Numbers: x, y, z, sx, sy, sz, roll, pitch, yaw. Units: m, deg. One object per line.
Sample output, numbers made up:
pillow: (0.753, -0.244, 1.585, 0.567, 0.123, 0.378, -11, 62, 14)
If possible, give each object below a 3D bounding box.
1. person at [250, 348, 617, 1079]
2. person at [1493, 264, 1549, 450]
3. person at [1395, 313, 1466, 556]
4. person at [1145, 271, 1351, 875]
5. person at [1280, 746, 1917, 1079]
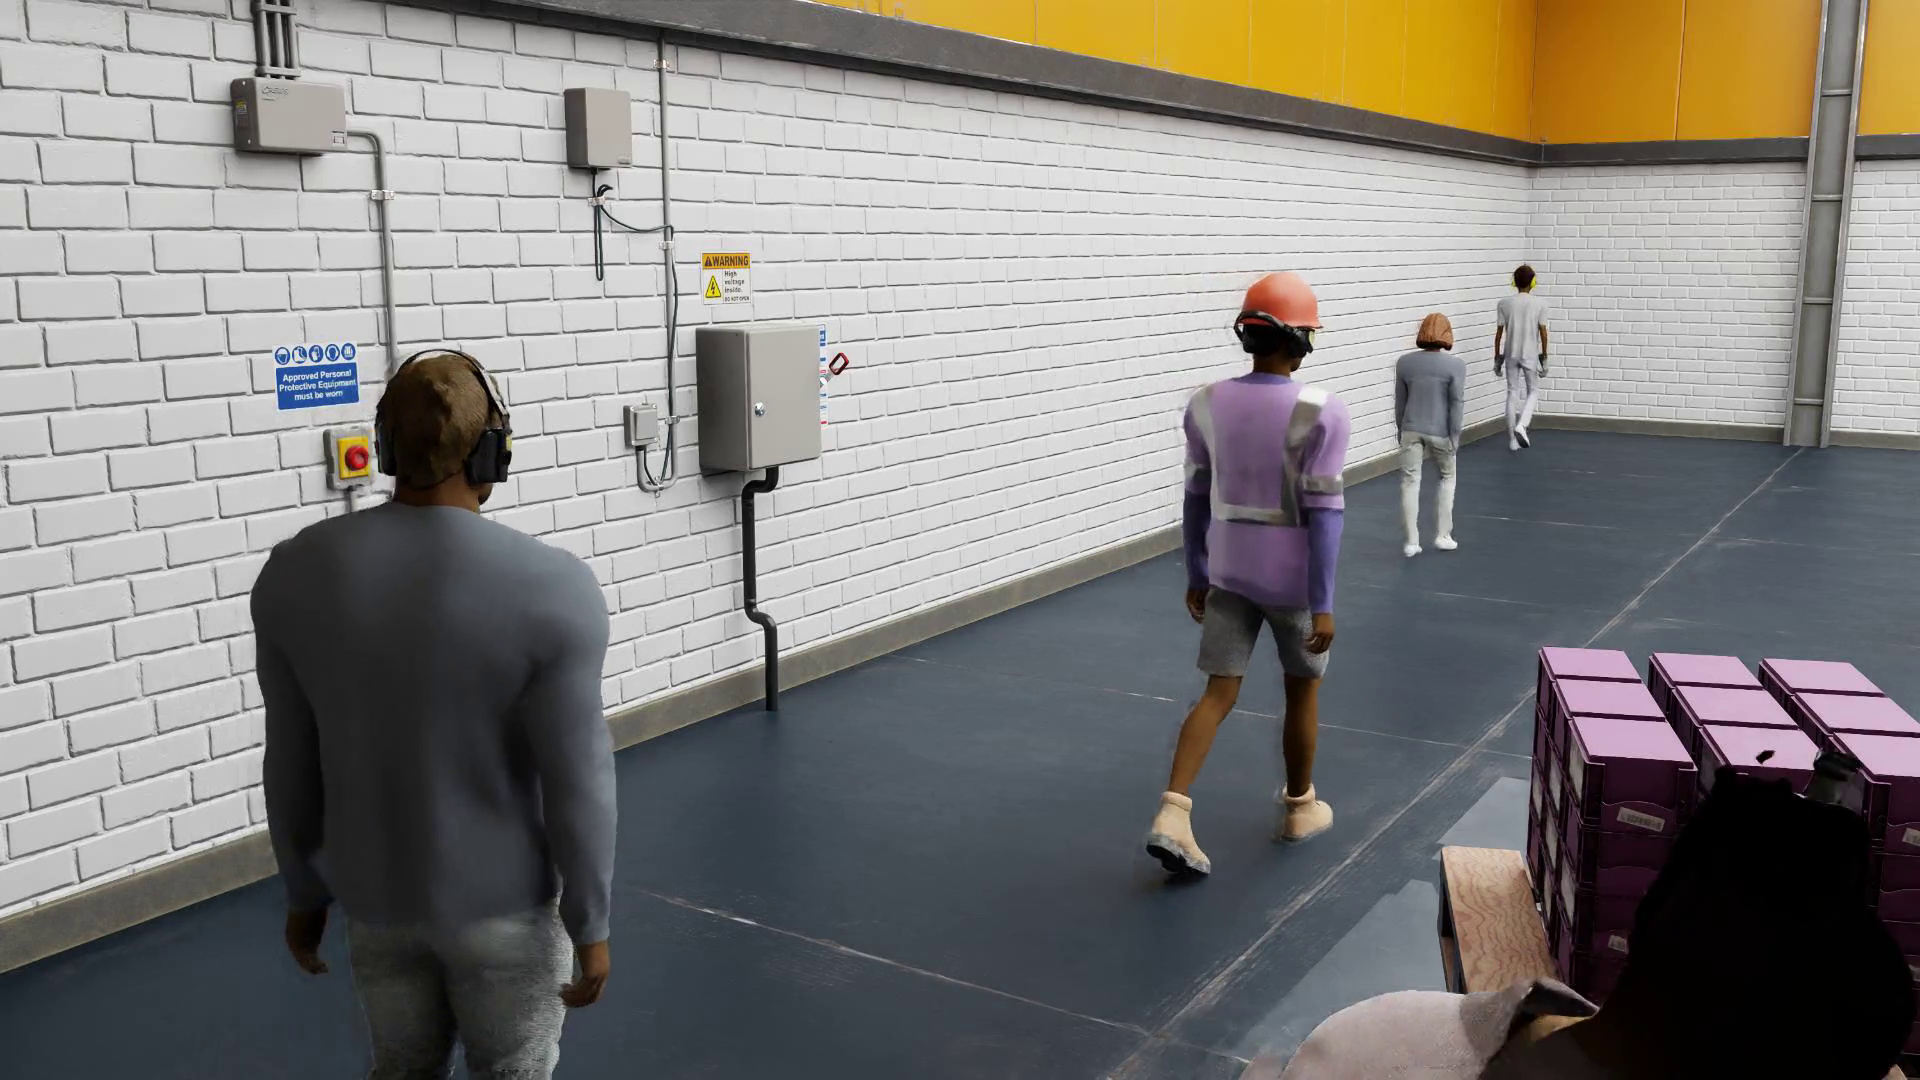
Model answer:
person: (-0.907, 0.635, 2.878, 0.647, 1.920, 0.554, 2, 10, 9)
person: (5.612, -1.817, 16.629, 0.544, 1.860, 0.412, 5, 12, 28)
person: (3.162, -0.712, 11.180, 0.506, 1.610, 0.623, 7, 12, 33)
person: (0.969, 0.117, 5.531, 0.618, 2.011, 0.985, 8, 13, 39)
person: (0.463, 0.980, 1.149, 0.955, 1.842, 0.663, -6, 12, -28)
